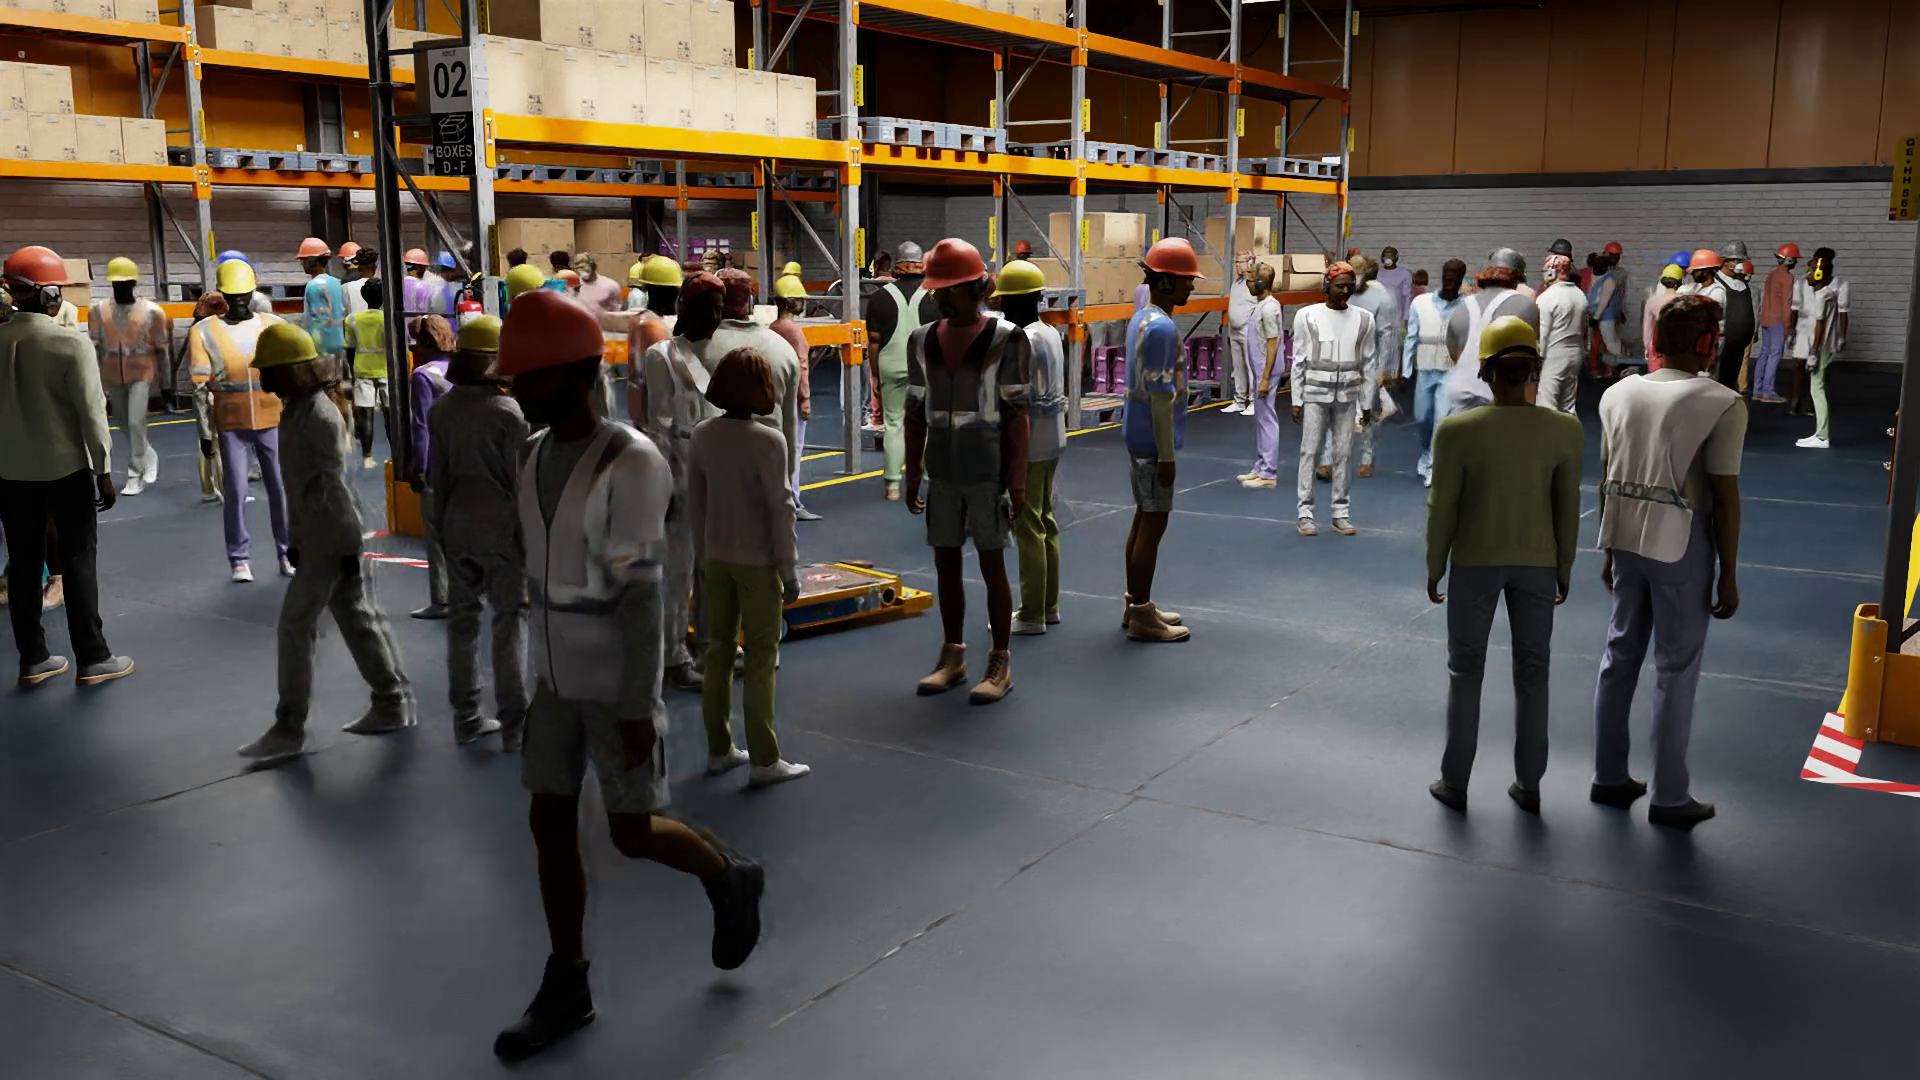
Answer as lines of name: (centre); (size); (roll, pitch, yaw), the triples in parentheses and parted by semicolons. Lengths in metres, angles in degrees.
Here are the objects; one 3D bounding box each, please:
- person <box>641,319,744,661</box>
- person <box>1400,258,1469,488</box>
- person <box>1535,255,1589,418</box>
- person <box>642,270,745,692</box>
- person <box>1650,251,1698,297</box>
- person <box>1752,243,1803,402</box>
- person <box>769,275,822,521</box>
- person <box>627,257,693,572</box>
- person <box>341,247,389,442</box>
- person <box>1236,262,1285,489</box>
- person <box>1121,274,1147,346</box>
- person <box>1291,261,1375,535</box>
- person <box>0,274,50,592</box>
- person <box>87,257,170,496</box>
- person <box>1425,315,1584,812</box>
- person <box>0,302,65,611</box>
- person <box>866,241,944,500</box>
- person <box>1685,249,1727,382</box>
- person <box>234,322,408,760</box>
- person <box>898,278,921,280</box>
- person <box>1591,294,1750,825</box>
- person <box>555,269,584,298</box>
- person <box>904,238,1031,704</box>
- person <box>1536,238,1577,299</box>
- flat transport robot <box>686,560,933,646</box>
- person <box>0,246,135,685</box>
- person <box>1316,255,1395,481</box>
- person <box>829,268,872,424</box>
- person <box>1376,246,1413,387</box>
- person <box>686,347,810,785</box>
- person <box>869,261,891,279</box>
person: (-1.267, -0.243, 7.957); (0.534, 1.690, 0.320); (-8, 13, -39)
person: (3.996, -1.396, 13.821); (0.633, 1.882, 0.778); (4, 11, 20)
person: (5.146, -1.514, 14.438); (0.638, 1.899, 0.397); (-8, 13, -37)
person: (-1.182, -0.271, 7.562); (0.354, 1.886, 0.572); (6, 12, 31)
person: (8.092, -2.344, 19.008); (0.874, 1.912, 0.618); (-6, 12, -30)
person: (10.268, -2.715, 20.845); (0.417, 1.984, 0.613); (1, 10, 5)
person: (-1.223, -1.019, 12.033); (0.304, 1.772, 0.525); (-6, 12, -30)
person: (-1.803, -0.736, 10.057); (0.400, 1.919, 0.634); (-3, 11, -17)
person: (-5.919, -1.952, 16.700); (0.602, 1.954, 0.381); (-1, 10, -3)
person: (2.468, -1.334, 13.576); (0.351, 1.842, 0.507); (1, 10, 5)
person: (2.347, -2.974, 22.703); (0.429, 1.832, 0.634); (8, 13, 36)
person: (2.561, -0.965, 11.435); (0.584, 1.878, 0.362); (-1, 10, -3)
person: (-5.375, -0.578, 9.372); (0.507, 1.846, 0.343); (8, 13, 39)
person: (-6.693, -1.340, 13.467); (0.586, 1.901, 0.879); (-1, 10, -4)
person: (1.913, 0.092, 5.900); (0.525, 1.762, 0.340); (1, 10, 6)
person: (-5.157, -0.453, 9.088); (0.539, 1.698, 0.318); (4, 11, 19)
person: (-0.380, -1.332, 13.012); (0.687, 2.000, 0.535); (1, 10, 4)
person: (7.145, -1.821, 16.025); (0.384, 1.930, 0.547); (1, 10, 5)
person: (-2.561, 0.006, 6.526); (0.806, 1.697, 0.521); (-7, 12, -33)
person: (-0.794, -3.598, 26.108); (0.508, 1.847, 0.345); (-8, 13, -36)
person: (2.440, 0.071, 5.802); (0.388, 1.837, 0.561); (-5, 12, -27)
person: (-3.596, -1.615, 15.373); (0.325, 1.752, 0.559); (-3, 11, -16)
person: (0.009, -0.296, 7.319); (0.613, 2.029, 0.408); (5, 12, 28)
person: (7.999, -3.026, 22.399); (0.539, 2.000, 0.688); (7, 12, 32)
flat transport robot: (-0.890, 0.318, 8.773); (1.431, 0.197, 0.652); (-9, 14, -41)
person: (-4.141, -0.328, 7.577); (0.622, 1.992, 0.396); (1, 10, 7)
person: (3.303, -1.421, 13.919); (0.657, 1.886, 0.976); (7, 12, 35)
person: (-1.138, -2.186, 18.124); (0.602, 1.906, 0.411); (-5, 11, -24)
person: (5.924, -3.091, 23.039); (0.630, 1.940, 0.372); (4, 11, 22)
person: (-0.801, 0.097, 6.220); (0.507, 1.632, 0.274); (8, 13, 38)
person: (-1.007, -2.588, 20.569); (0.404, 1.826, 0.587); (4, 11, 21)
